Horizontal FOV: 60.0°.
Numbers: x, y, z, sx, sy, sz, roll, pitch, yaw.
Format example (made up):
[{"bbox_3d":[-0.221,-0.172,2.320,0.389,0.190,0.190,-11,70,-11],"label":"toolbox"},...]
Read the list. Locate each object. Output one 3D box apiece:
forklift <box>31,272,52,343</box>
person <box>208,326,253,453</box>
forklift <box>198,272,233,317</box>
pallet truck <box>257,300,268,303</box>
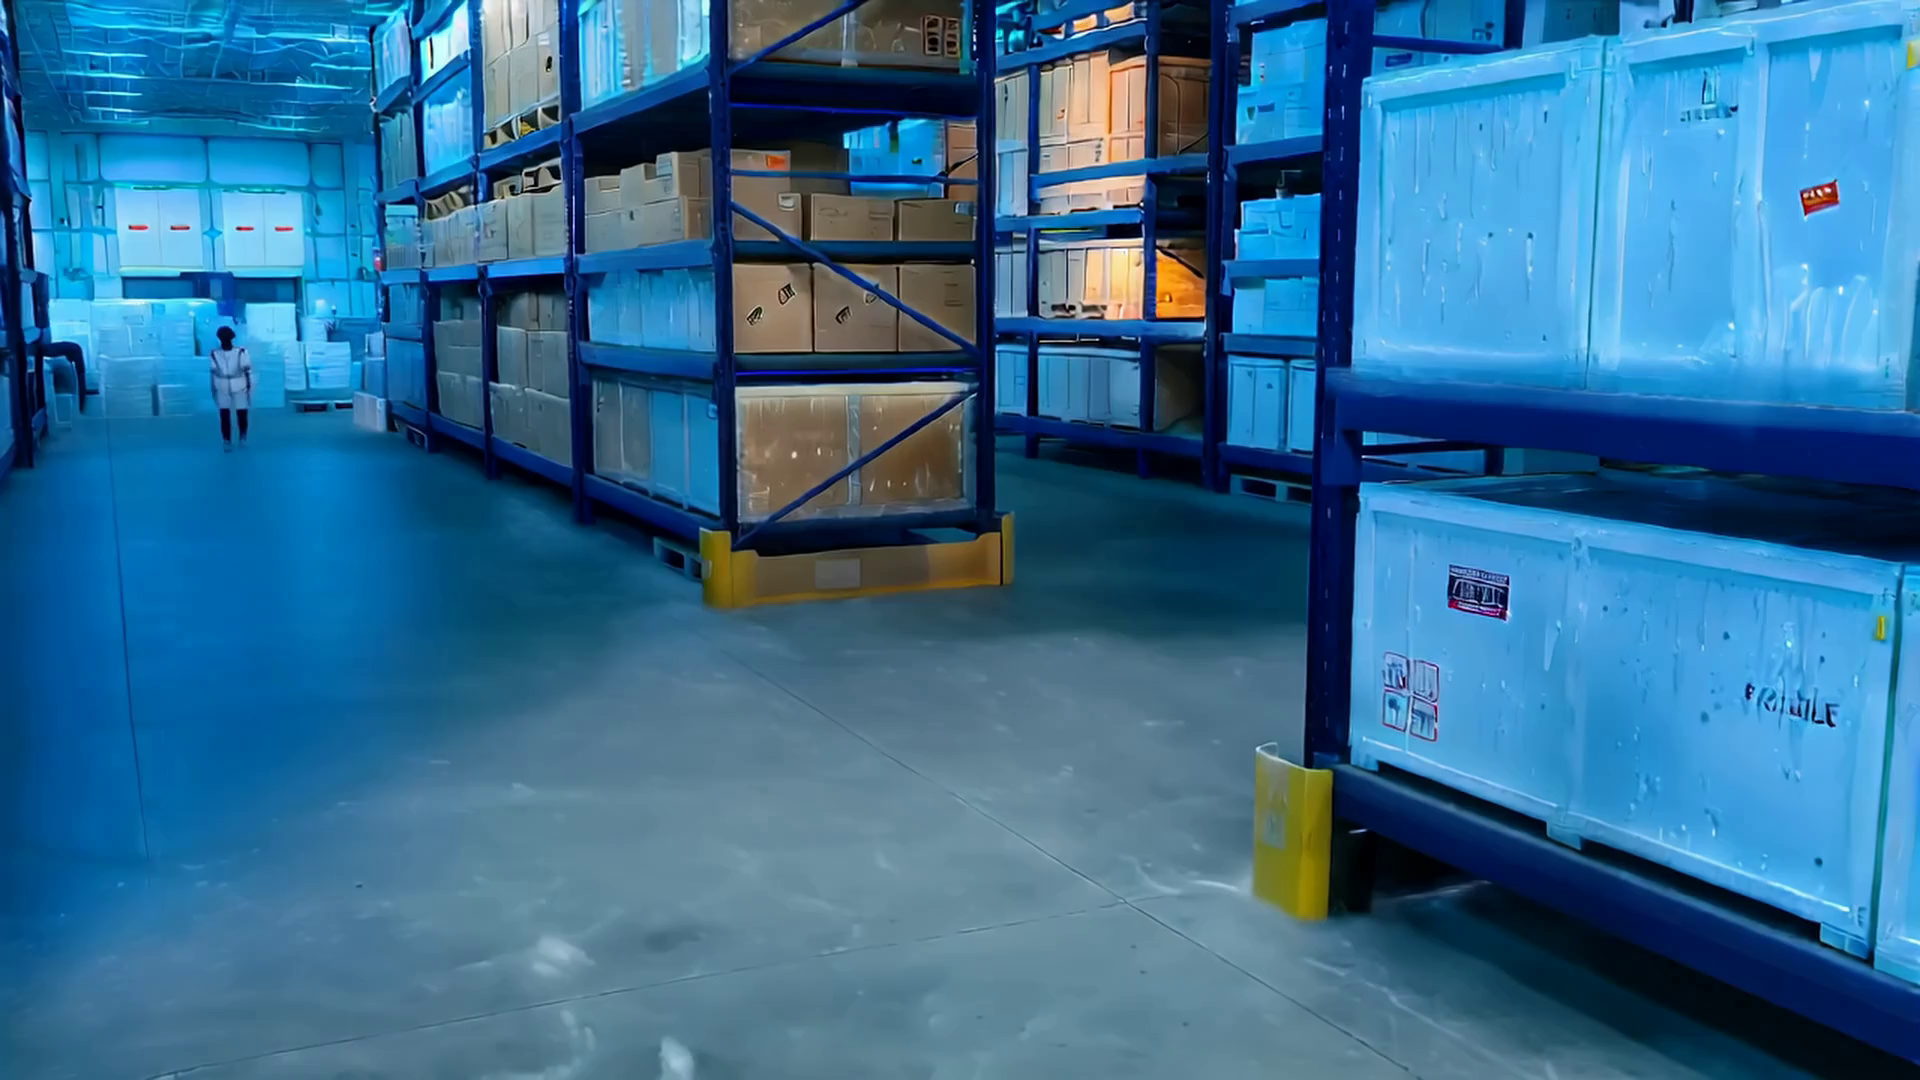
[{"bbox_3d":[-27.991,-6.737,50.544,1.873,2.768,1.129,1,8,5],"label":"forklift"},{"bbox_3d":[-9.627,-1.997,21.974,0.538,1.676,0.630,-3,9,-19],"label":"person"},{"bbox_3d":[-22.637,-6.767,50.750,1.873,2.768,1.129,5,9,29],"label":"forklift"},{"bbox_3d":[-23.913,-7.404,58.171,1.885,1.965,0.823,-1,8,-9],"label":"pallet truck"}]
